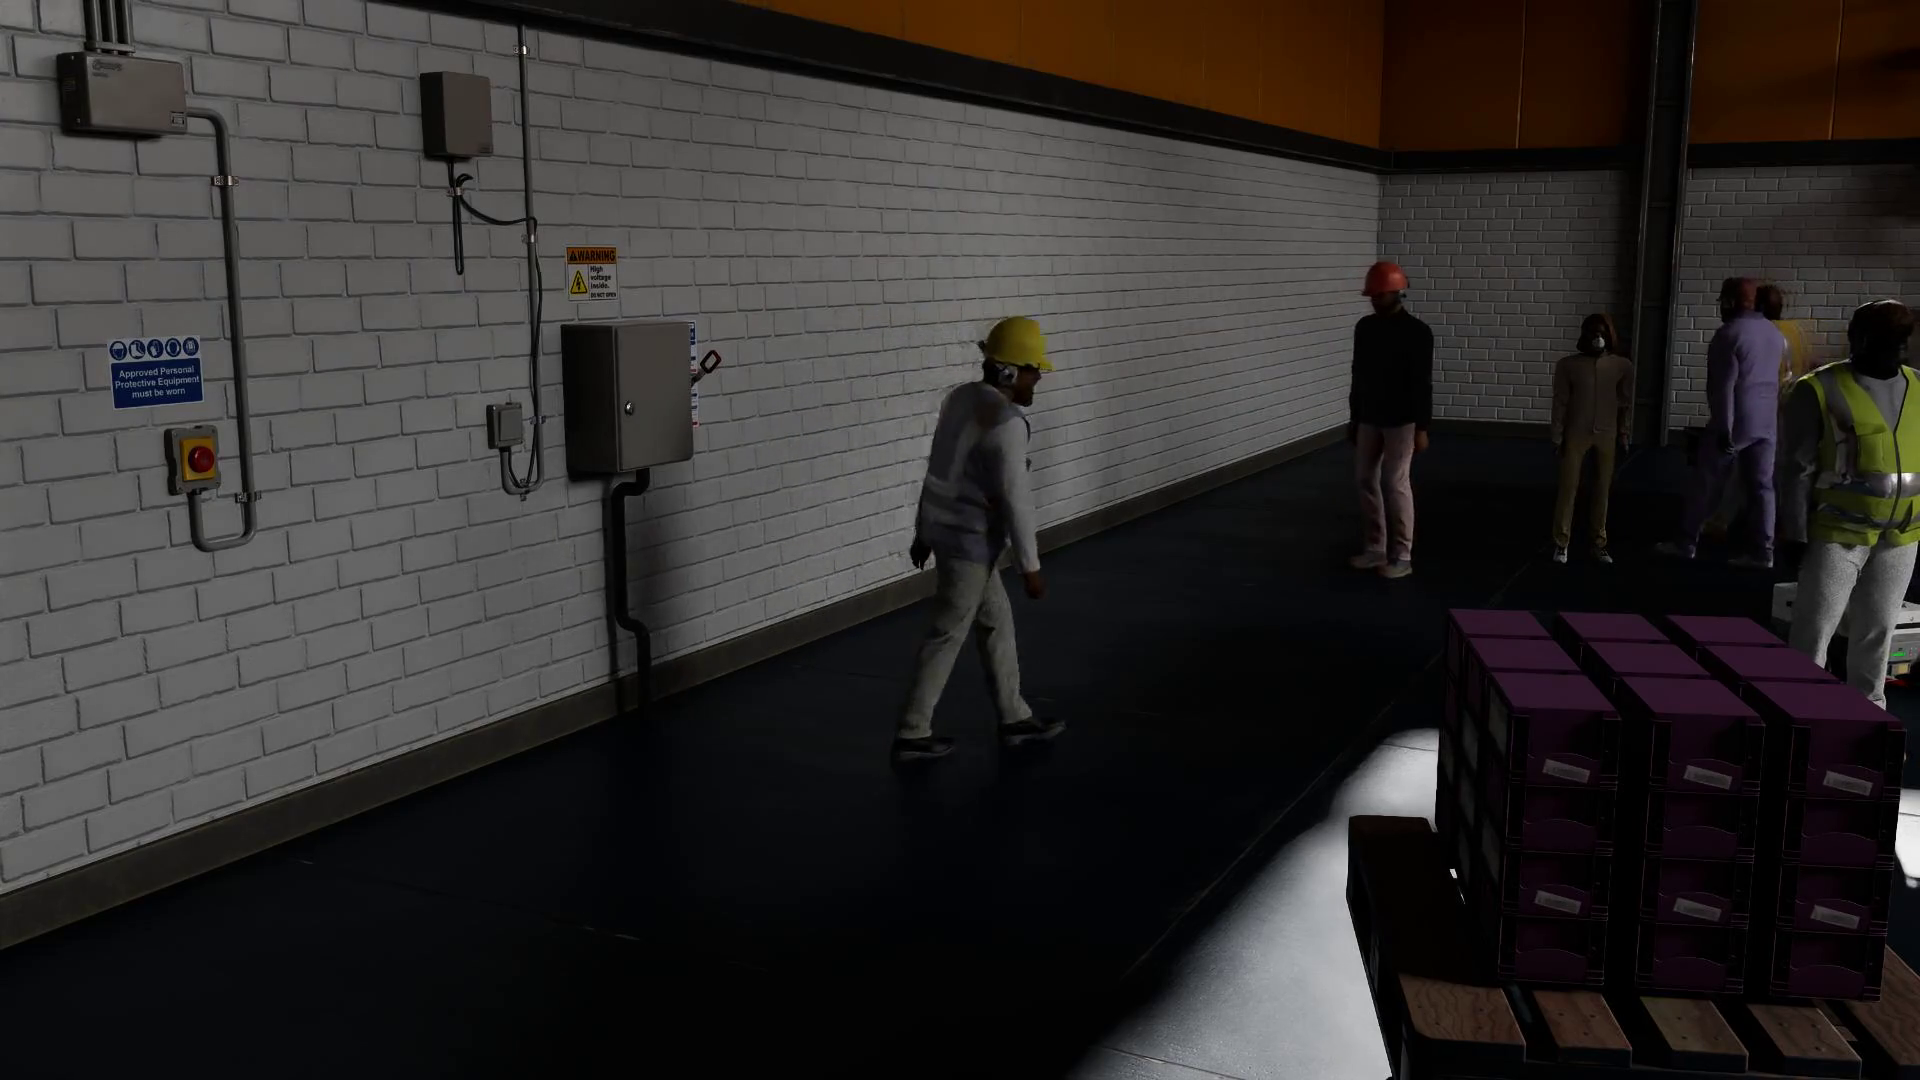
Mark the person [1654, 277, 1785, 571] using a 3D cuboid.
[{"bbox_3d":[4.967,-0.757,10.779,0.639,1.862,0.888,-5,11,-25],"label":"person"}]

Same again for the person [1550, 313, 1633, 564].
[{"bbox_3d":[4.109,-0.656,10.851,0.507,1.633,0.277,1,10,5],"label":"person"}]

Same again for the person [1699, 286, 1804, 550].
[{"bbox_3d":[5.456,-0.838,11.430,0.889,1.786,0.643,7,12,34],"label":"person"}]

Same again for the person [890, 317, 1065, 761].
[{"bbox_3d":[0.103,0.010,6.613,0.858,1.766,0.606,-3,10,-17],"label":"person"}]

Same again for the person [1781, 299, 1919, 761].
[{"bbox_3d":[3.576,-0.026,6.604,0.629,1.842,0.429,-1,10,-4],"label":"person"}]

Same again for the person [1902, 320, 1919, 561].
[{"bbox_3d":[6.415,-0.800,10.962,0.358,1.883,0.572,-1,10,-7],"label":"person"}]

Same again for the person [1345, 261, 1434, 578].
[{"bbox_3d":[2.668,-0.743,10.387,0.467,1.966,0.640,-7,12,-34],"label":"person"}]

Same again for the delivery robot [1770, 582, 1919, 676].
[{"bbox_3d":[4.182,0.358,7.826,0.477,0.478,0.707,-3,10,-17],"label":"delivery robot"}]
